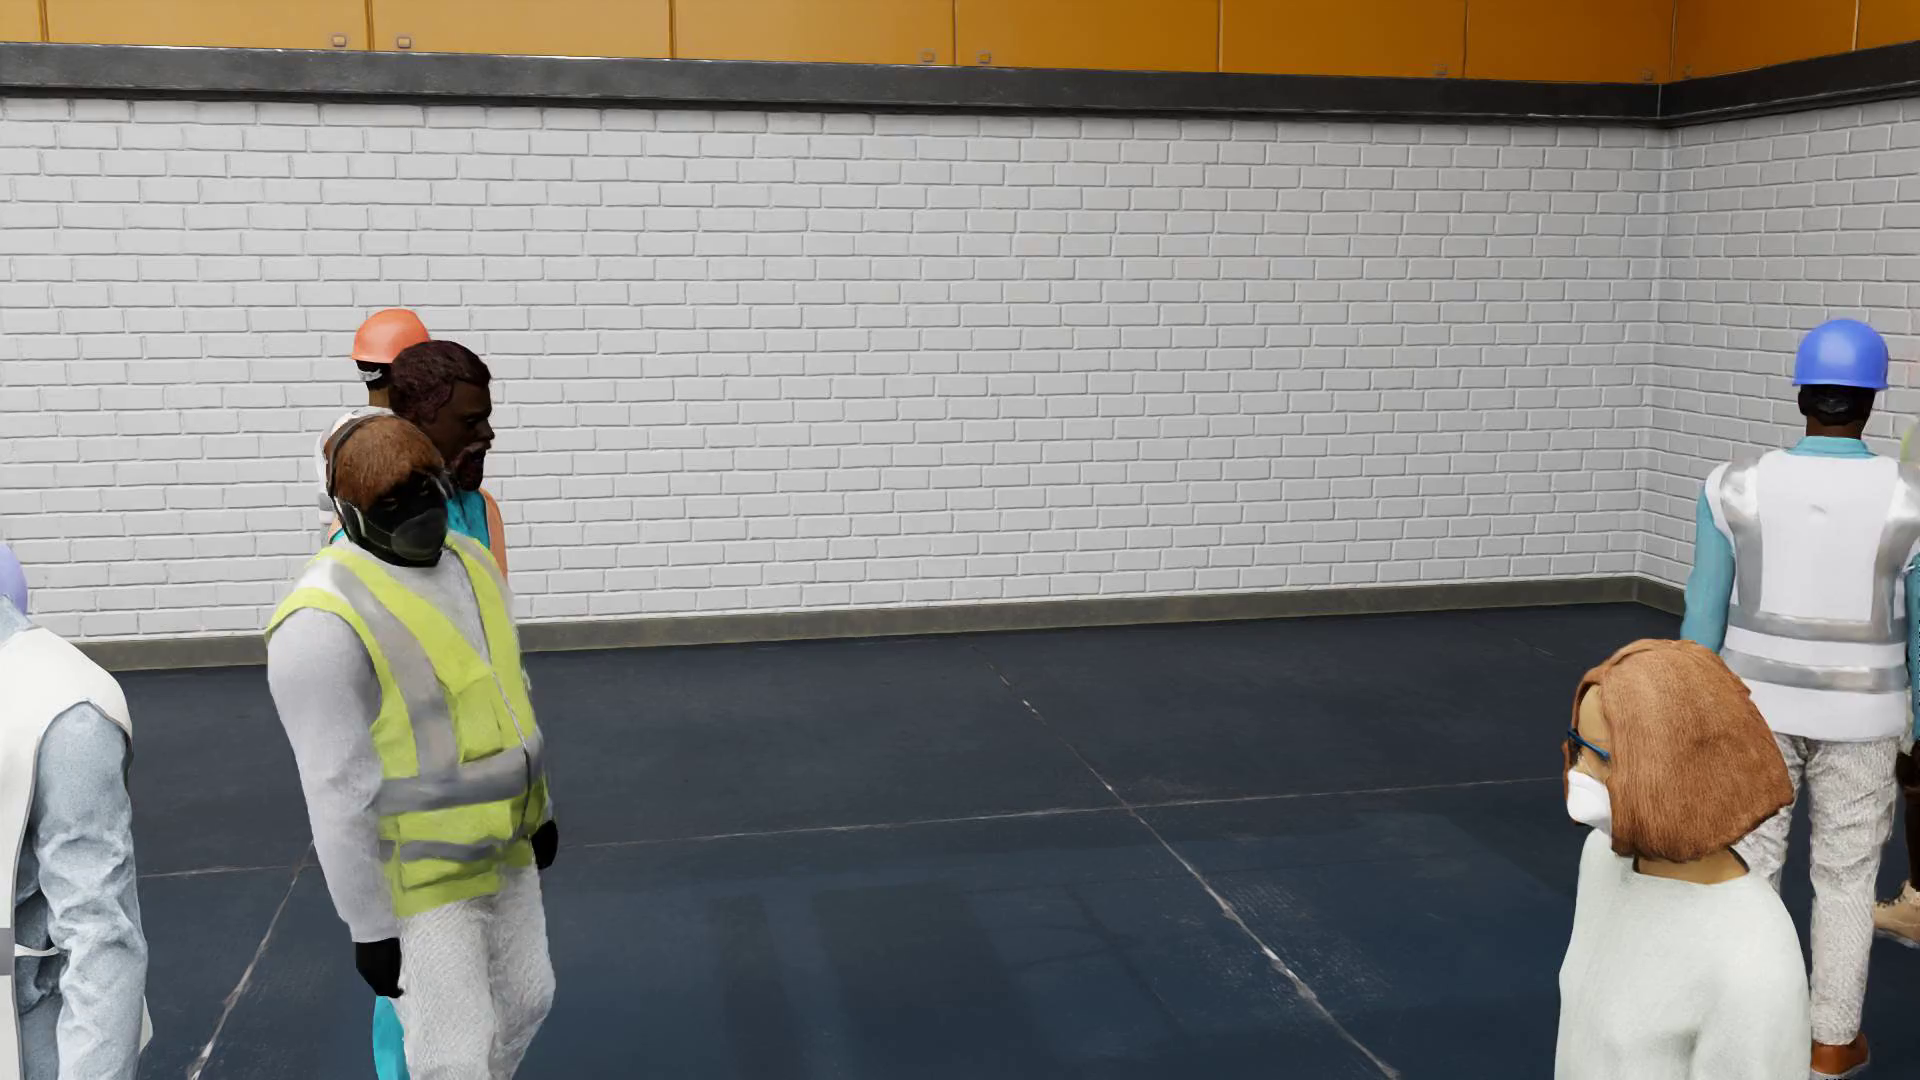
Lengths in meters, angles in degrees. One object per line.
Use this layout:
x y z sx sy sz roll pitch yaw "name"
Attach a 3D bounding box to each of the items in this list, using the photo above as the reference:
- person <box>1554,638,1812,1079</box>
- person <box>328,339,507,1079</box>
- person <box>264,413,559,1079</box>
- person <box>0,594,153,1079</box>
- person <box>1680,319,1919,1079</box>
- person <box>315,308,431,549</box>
0.874 0.924 2.115 0.278 1.628 0.505 0 9 0 "person"
-1.159 0.516 3.712 0.392 1.917 0.593 1 9 6 "person"
-1.050 0.643 3.330 0.465 1.812 0.713 2 10 13 "person"
-1.332 0.753 2.257 0.593 1.920 0.392 4 10 24 "person"
2.147 0.425 4.212 0.627 1.943 0.411 5 11 30 "person"
-1.850 0.207 5.531 0.553 1.935 0.362 5 11 29 "person"
